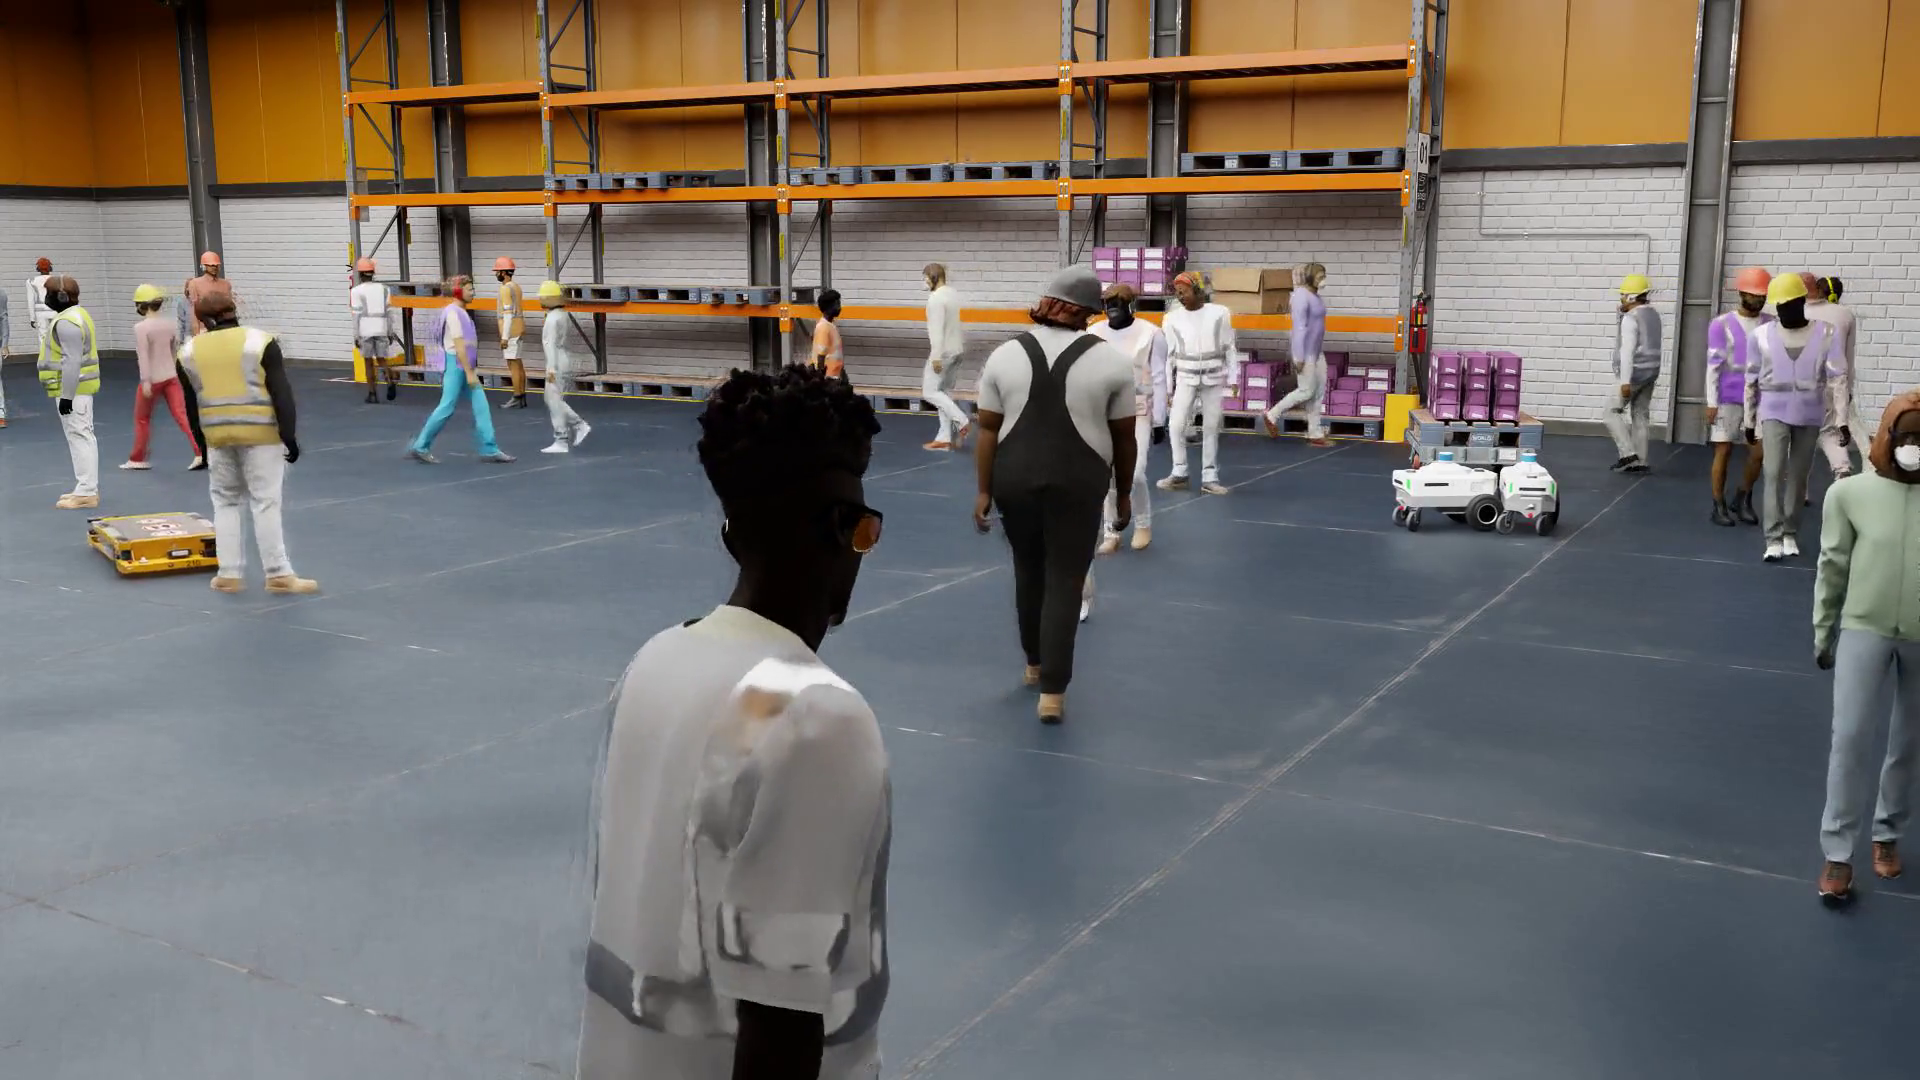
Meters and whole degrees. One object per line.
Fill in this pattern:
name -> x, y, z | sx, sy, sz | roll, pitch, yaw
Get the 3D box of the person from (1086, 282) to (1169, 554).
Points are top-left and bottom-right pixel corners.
person -> 1.064, -0.802, 11.137 | 0.629, 1.832, 0.455 | 6, 12, 30

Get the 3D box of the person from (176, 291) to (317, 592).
person -> -4.238, -0.575, 9.953 | 0.755, 1.811, 0.433 | 0, 10, 3

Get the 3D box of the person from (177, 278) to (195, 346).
person -> -10.676, -2.847, 23.305 | 0.500, 1.623, 0.305 | -2, 10, -13

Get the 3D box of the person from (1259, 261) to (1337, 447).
person -> 3.541, -1.913, 17.194 | 0.708, 1.919, 0.632 | 6, 12, 30

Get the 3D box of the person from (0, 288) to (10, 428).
person -> -11.118, -2.221, 18.862 | 0.632, 1.940, 0.372 | -6, 11, -29

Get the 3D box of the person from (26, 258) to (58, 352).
person -> -14.588, -3.568, 26.645 | 0.574, 1.884, 0.356 | -5, 11, -28

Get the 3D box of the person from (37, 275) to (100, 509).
person -> -7.063, -1.174, 13.208 | 0.429, 1.844, 0.627 | -4, 11, -22

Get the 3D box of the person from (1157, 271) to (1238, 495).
person -> 1.990, -1.308, 13.931 | 0.671, 1.863, 0.379 | 1, 10, 6

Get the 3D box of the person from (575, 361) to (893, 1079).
person -> -0.296, 0.749, 2.090 | 0.597, 1.915, 0.635 | -7, 12, -36

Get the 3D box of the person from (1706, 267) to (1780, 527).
person -> 5.756, -1.039, 12.248 | 0.556, 1.911, 0.455 | 0, 10, 3

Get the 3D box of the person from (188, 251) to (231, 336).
person -> -10.079, -2.887, 22.469 | 0.381, 1.996, 0.608 | 7, 12, 36

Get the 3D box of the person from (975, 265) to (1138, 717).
person -> 0.444, -0.267, 7.505 | 0.709, 2.000, 0.996 | 3, 10, 17

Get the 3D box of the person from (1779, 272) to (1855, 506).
person -> 6.722, -1.158, 13.031 | 0.717, 1.871, 0.696 | -1, 10, -4

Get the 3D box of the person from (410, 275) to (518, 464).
person -> -4.781, -1.608, 15.791 | 0.968, 1.807, 0.564 | 0, 10, 0

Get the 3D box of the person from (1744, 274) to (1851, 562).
person -> 5.460, -0.785, 10.881 | 0.634, 1.870, 0.902 | 4, 11, 21

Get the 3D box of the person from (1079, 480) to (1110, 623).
person -> 0.550, -0.356, 9.195 | 0.522, 1.618, 0.532 | 6, 12, 32

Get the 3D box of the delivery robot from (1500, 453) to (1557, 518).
delivery robot -> 4.141, -0.389, 12.136 | 0.477, 0.478, 0.707 | 2, 10, 13

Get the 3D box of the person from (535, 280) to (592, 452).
person -> -4.027, -1.734, 16.711 | 0.423, 1.731, 0.490 | -1, 10, -7

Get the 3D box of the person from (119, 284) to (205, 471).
person -> -7.353, -1.483, 15.302 | 0.924, 1.725, 0.533 | 3, 10, 16

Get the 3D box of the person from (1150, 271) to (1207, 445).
person -> 2.294, -1.882, 17.288 | 0.530, 1.814, 0.605 | 5, 11, 26

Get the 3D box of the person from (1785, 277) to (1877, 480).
person -> 7.550, -1.348, 14.302 | 0.561, 1.818, 0.952 | -5, 11, -26

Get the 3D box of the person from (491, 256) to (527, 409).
person -> -5.750, -2.635, 21.205 | 0.377, 1.938, 0.547 | 0, 10, 2

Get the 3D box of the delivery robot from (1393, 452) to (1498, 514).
delivery robot -> 3.553, -0.401, 12.207 | 0.707, 0.478, 0.477 | -1, 10, -5

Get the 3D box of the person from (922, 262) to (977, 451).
person -> -0.129, -1.836, 16.749 | 0.532, 1.911, 0.667 | 3, 10, 15

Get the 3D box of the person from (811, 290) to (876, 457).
person -> -1.280, -1.594, 16.126 | 0.859, 1.652, 0.540 | 0, 10, -1

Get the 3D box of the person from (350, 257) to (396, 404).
person -> -7.668, -2.726, 21.762 | 0.570, 1.926, 0.550 | -10, 14, -44

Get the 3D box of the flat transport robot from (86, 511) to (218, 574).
flat transport robot -> -5.314, -0.003, 11.020 | 0.652, 0.197, 1.431 | -7, 12, -35

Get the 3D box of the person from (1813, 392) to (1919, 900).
person -> 2.973, 0.349, 5.256 | 0.502, 1.607, 0.725 | 5, 11, 25

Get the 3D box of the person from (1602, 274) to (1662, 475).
person -> 6.095, -1.487, 15.045 | 0.606, 1.813, 0.428 | -8, 13, -38
